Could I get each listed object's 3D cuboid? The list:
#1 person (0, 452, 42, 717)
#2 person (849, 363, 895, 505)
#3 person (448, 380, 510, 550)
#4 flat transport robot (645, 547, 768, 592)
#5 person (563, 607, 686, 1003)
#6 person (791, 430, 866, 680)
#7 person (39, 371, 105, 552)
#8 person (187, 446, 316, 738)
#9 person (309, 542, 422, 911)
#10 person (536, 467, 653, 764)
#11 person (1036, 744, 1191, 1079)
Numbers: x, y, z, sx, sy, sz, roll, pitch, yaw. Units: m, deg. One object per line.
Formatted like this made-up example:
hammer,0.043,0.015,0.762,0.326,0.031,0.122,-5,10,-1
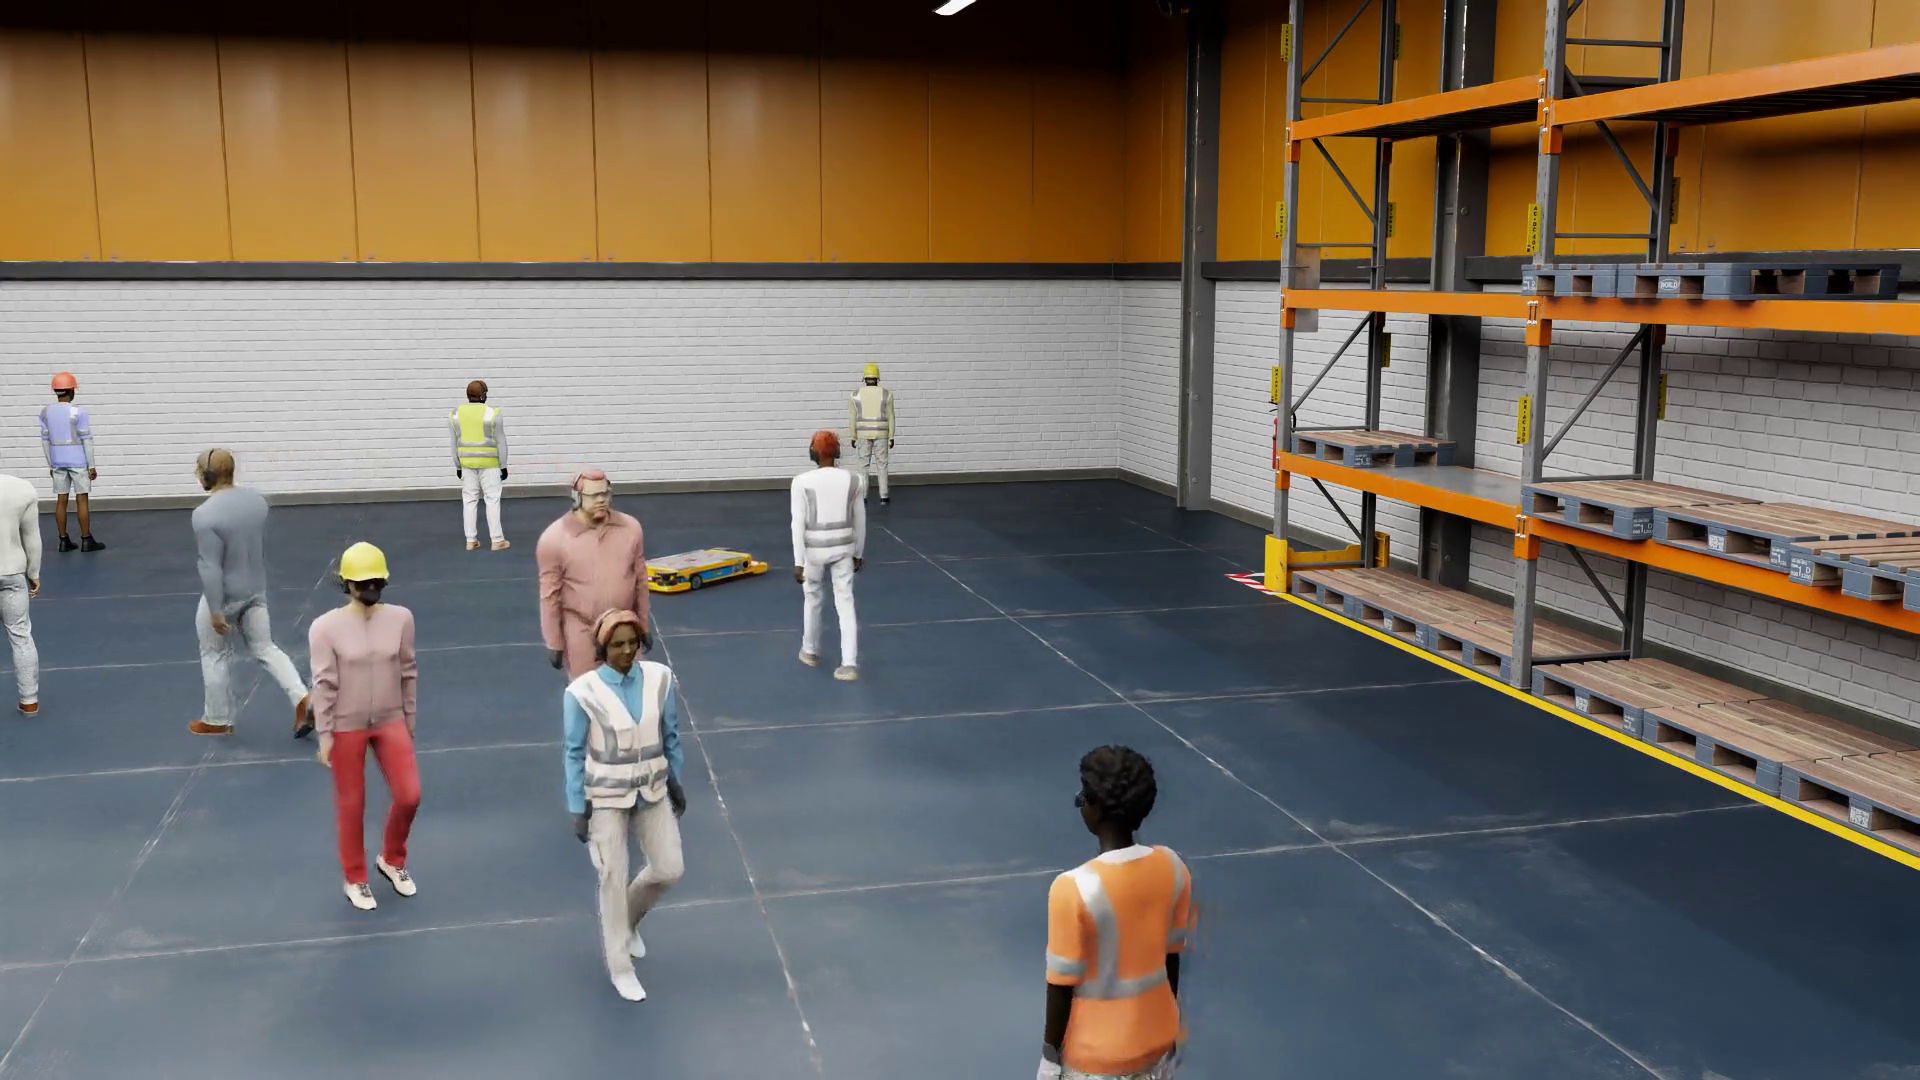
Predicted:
person,-6.429,0.257,11.039,0.372,1.940,0.630,8,12,42
person,-1.125,-1.361,21.448,0.591,1.837,0.403,0,9,1
person,-5.170,-0.803,17.954,0.627,1.844,0.429,1,9,7
flat transport robot,-2.571,0.278,16.092,0.652,0.197,1.431,6,11,33
person,-1.392,1.075,6.896,0.538,1.626,0.406,-8,12,-41
person,-0.970,0.099,12.362,0.594,1.835,0.979,-4,10,-21
person,-9.520,-0.830,17.814,0.545,1.942,0.349,1,9,4
person,-4.549,0.350,10.572,0.906,1.908,0.630,3,10,20
person,-2.769,0.874,7.783,0.534,1.753,0.411,-8,12,-40
person,-2.090,0.514,9.560,0.669,1.893,0.487,-6,11,-35
person,0.482,1.412,4.627,0.534,1.684,0.600,-9,13,-44
